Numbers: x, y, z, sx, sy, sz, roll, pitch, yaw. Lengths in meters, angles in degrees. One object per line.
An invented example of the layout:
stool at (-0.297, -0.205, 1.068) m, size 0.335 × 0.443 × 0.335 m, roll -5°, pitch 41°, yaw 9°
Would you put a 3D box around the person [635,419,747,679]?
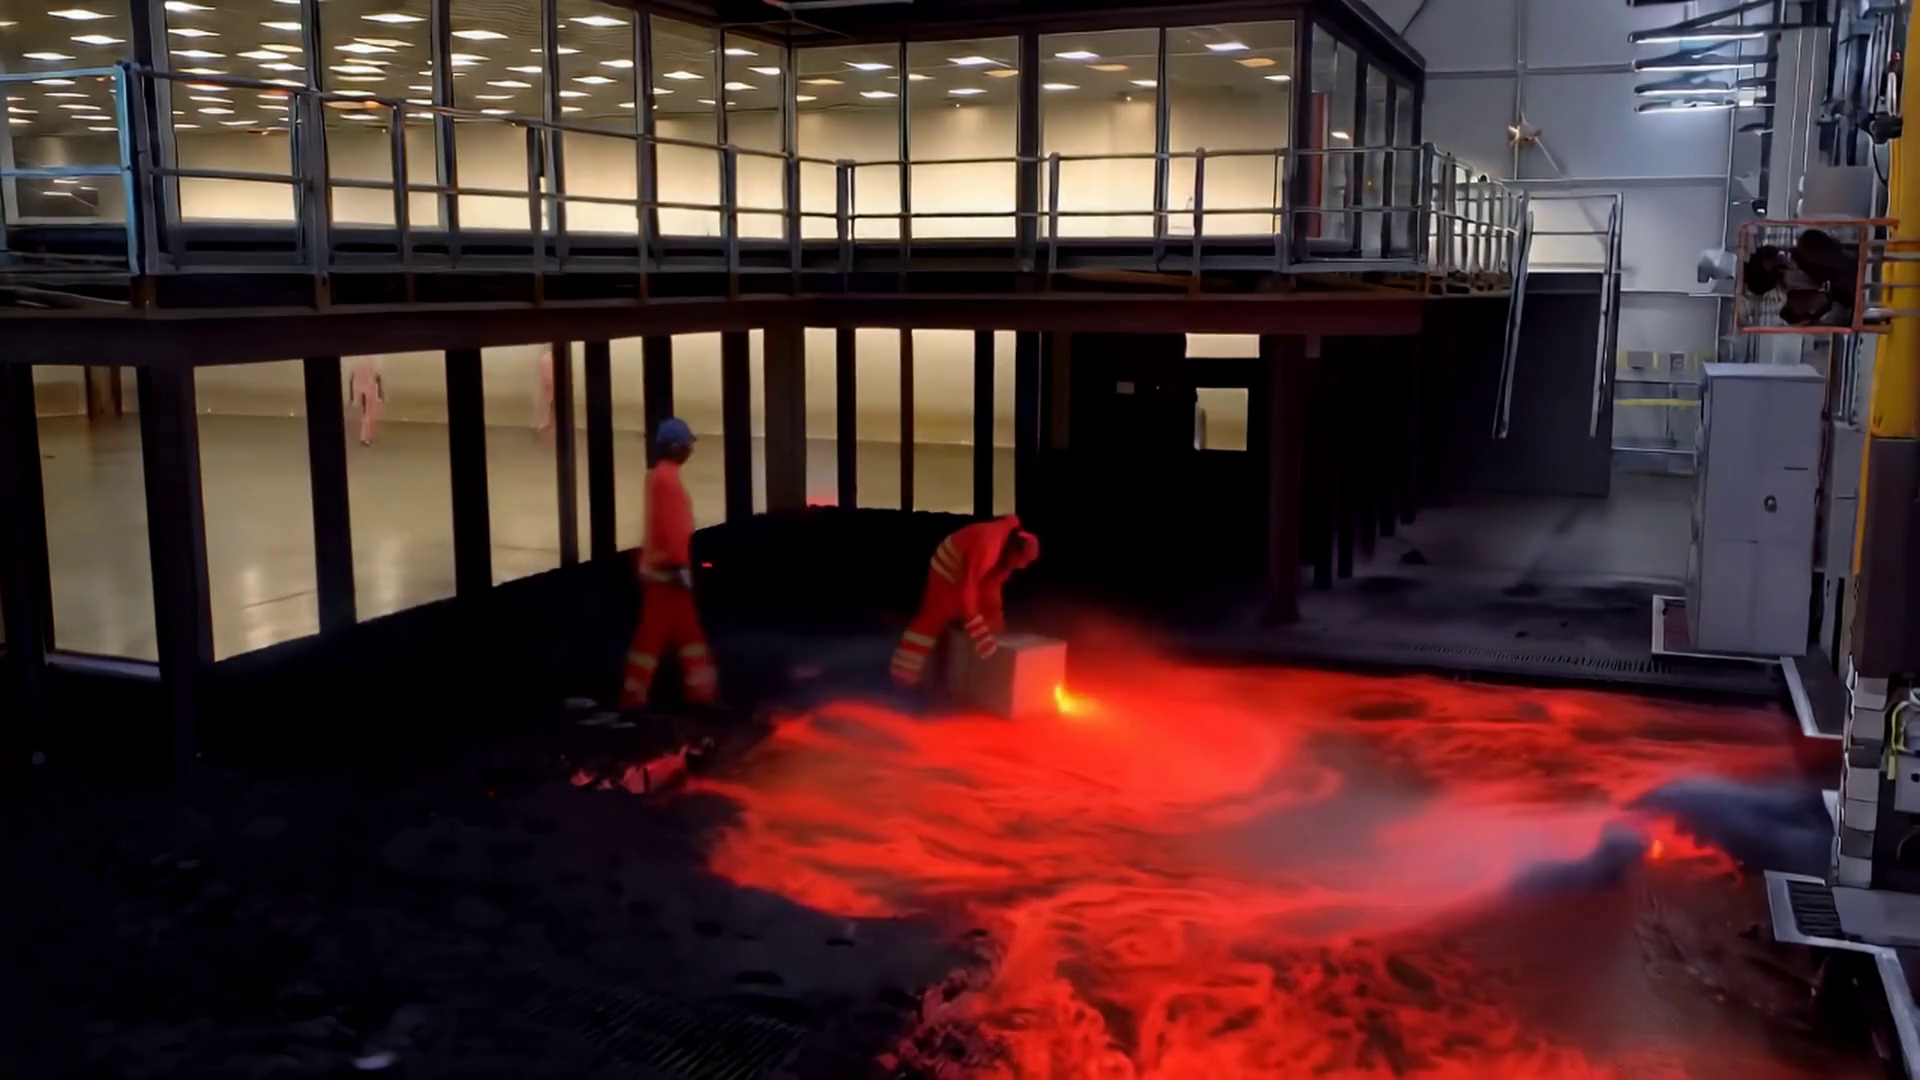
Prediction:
person at (-2.032, 0.076, 12.450) m, size 0.923 × 1.959 × 0.617 m, roll -4°, pitch 10°, yaw -23°
